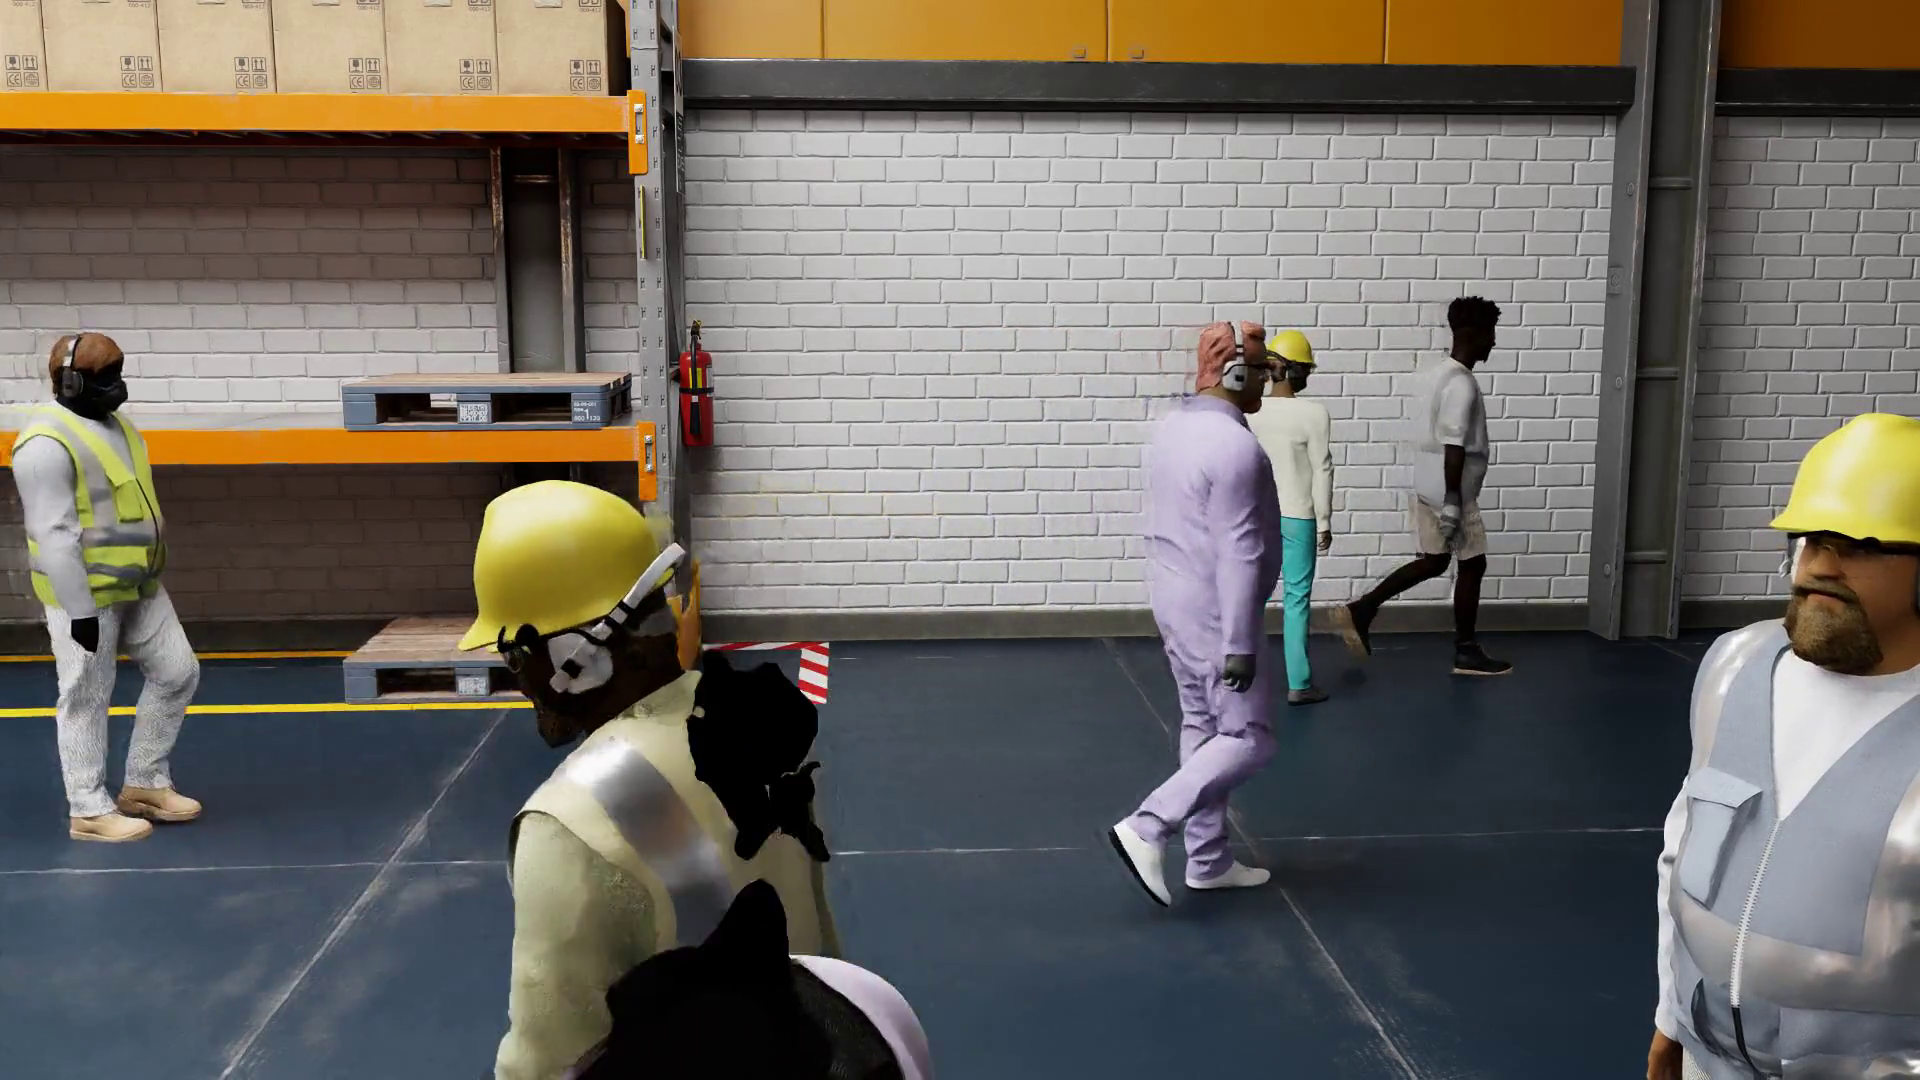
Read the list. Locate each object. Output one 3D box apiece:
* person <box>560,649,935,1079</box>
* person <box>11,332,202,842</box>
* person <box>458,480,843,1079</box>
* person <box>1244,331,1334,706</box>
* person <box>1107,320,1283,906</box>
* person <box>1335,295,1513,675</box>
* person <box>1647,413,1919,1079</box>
[{"bbox_3d":[-0.229,0.926,1.082,0.928,1.885,0.595,3,10,20],"label":"person"},{"bbox_3d":[-2.976,0.183,5.889,0.559,1.823,0.651,0,9,1],"label":"person"},{"bbox_3d":[-0.403,0.792,2.250,0.932,1.760,0.637,2,9,15],"label":"person"},{"bbox_3d":[1.525,-0.101,7.872,0.523,1.763,0.329,7,12,38],"label":"person"},{"bbox_3d":[0.758,0.250,5.295,0.547,1.888,0.645,-2,9,-14],"label":"person"},{"bbox_3d":[2.380,-0.268,8.402,0.814,1.936,0.638,1,9,3],"label":"person"},{"bbox_3d":[1.228,0.736,2.376,0.403,1.837,0.588,-5,10,-29],"label":"person"}]
